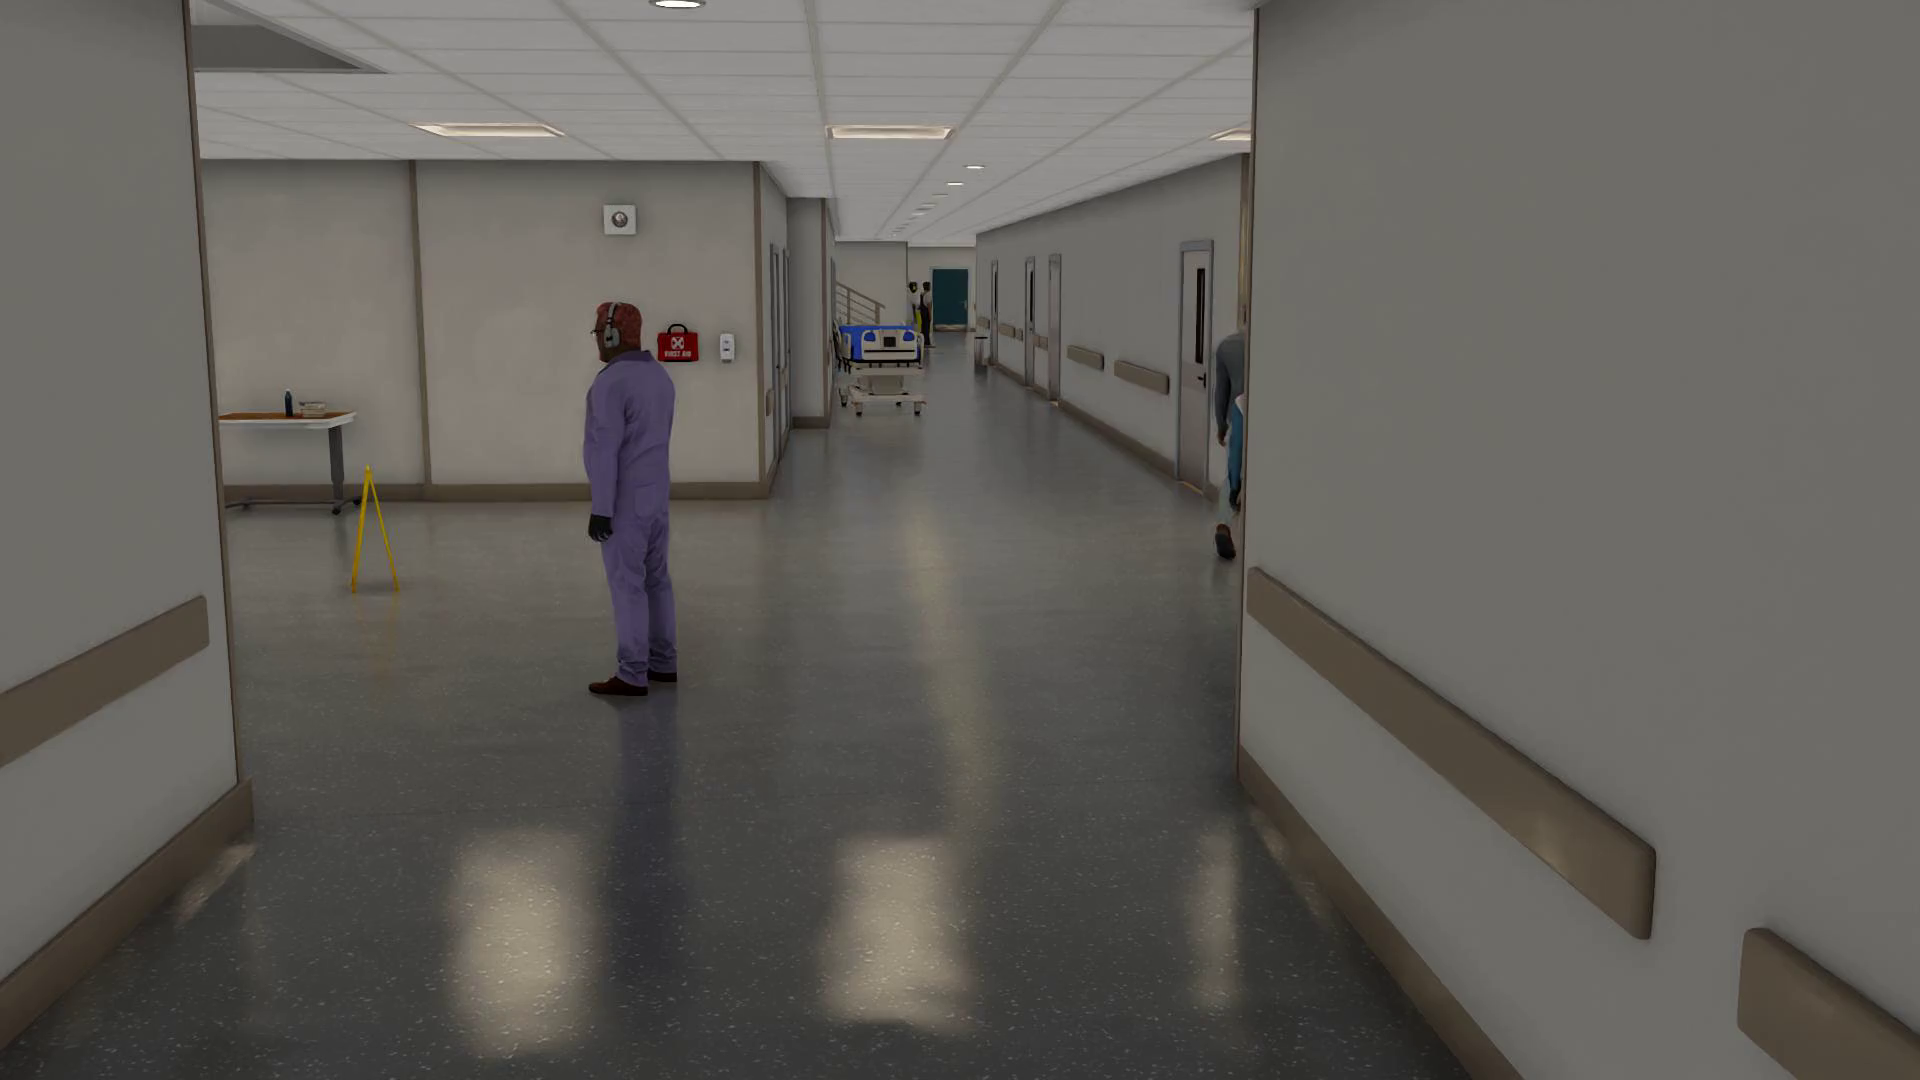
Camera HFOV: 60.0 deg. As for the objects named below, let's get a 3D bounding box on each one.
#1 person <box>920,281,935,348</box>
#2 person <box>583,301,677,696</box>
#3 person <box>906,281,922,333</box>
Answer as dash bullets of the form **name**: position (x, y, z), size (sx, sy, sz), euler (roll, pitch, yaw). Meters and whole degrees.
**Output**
- **person**: position (-0.935, -6.270, 46.324), size (0.344, 1.847, 0.507), euler (-5, 10, -30)
- **person**: position (-1.620, -0.199, 8.080), size (0.397, 1.900, 0.637), euler (2, 9, 15)
- **person**: position (-1.232, -5.920, 44.099), size (0.402, 1.856, 0.556), euler (-4, 10, -23)
